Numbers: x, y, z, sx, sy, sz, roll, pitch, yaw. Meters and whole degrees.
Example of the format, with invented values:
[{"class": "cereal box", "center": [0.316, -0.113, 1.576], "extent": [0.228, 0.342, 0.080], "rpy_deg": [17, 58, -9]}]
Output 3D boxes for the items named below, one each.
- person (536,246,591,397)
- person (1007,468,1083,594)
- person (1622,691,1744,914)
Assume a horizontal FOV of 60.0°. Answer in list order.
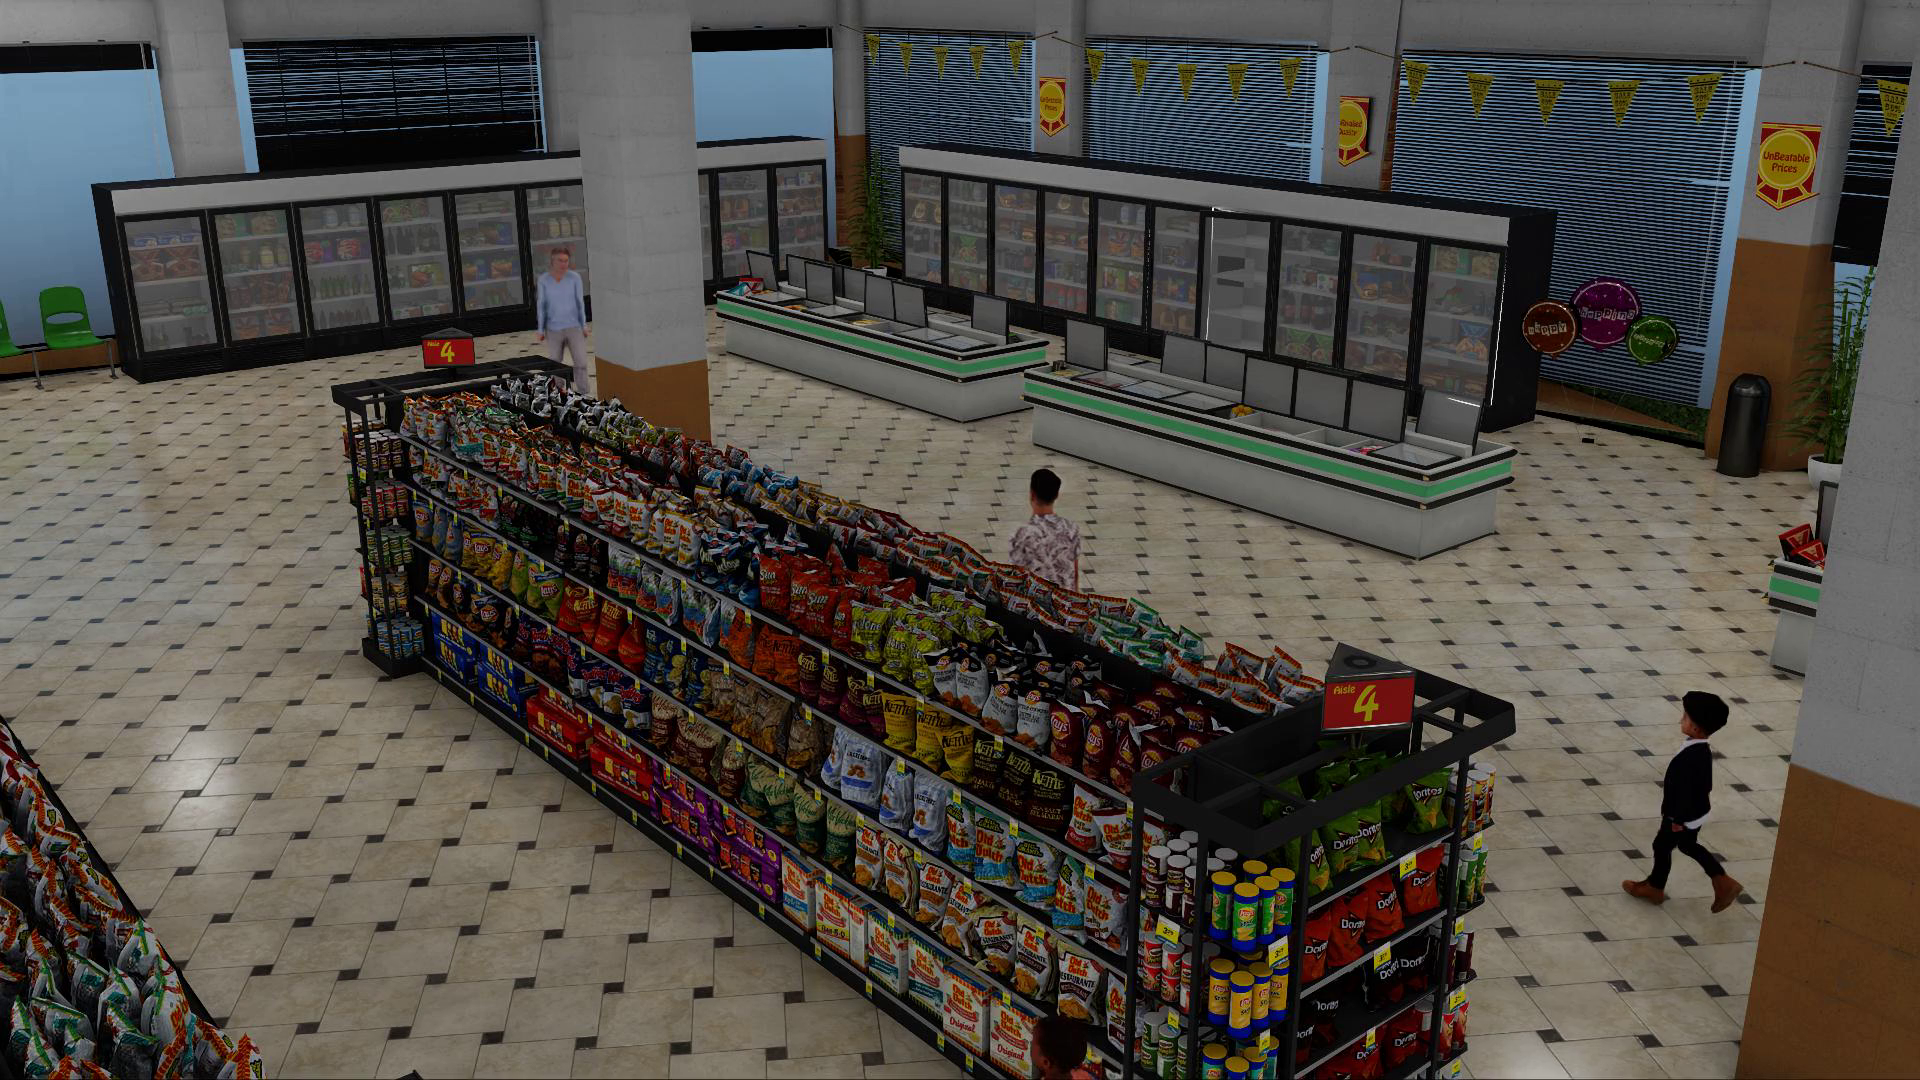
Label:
[{"class": "person", "center": [-4.435, -2.339, 18.497], "extent": [1.055, 1.865, 1.103], "rpy_deg": [-1, 19, -4]}, {"class": "person", "center": [0.524, 0.448, 10.311], "extent": [0.711, 1.814, 0.639], "rpy_deg": [-9, 21, -26]}, {"class": "person", "center": [3.784, 1.363, 8.541], "extent": [0.823, 1.212, 0.584], "rpy_deg": [15, 24, 37]}]
